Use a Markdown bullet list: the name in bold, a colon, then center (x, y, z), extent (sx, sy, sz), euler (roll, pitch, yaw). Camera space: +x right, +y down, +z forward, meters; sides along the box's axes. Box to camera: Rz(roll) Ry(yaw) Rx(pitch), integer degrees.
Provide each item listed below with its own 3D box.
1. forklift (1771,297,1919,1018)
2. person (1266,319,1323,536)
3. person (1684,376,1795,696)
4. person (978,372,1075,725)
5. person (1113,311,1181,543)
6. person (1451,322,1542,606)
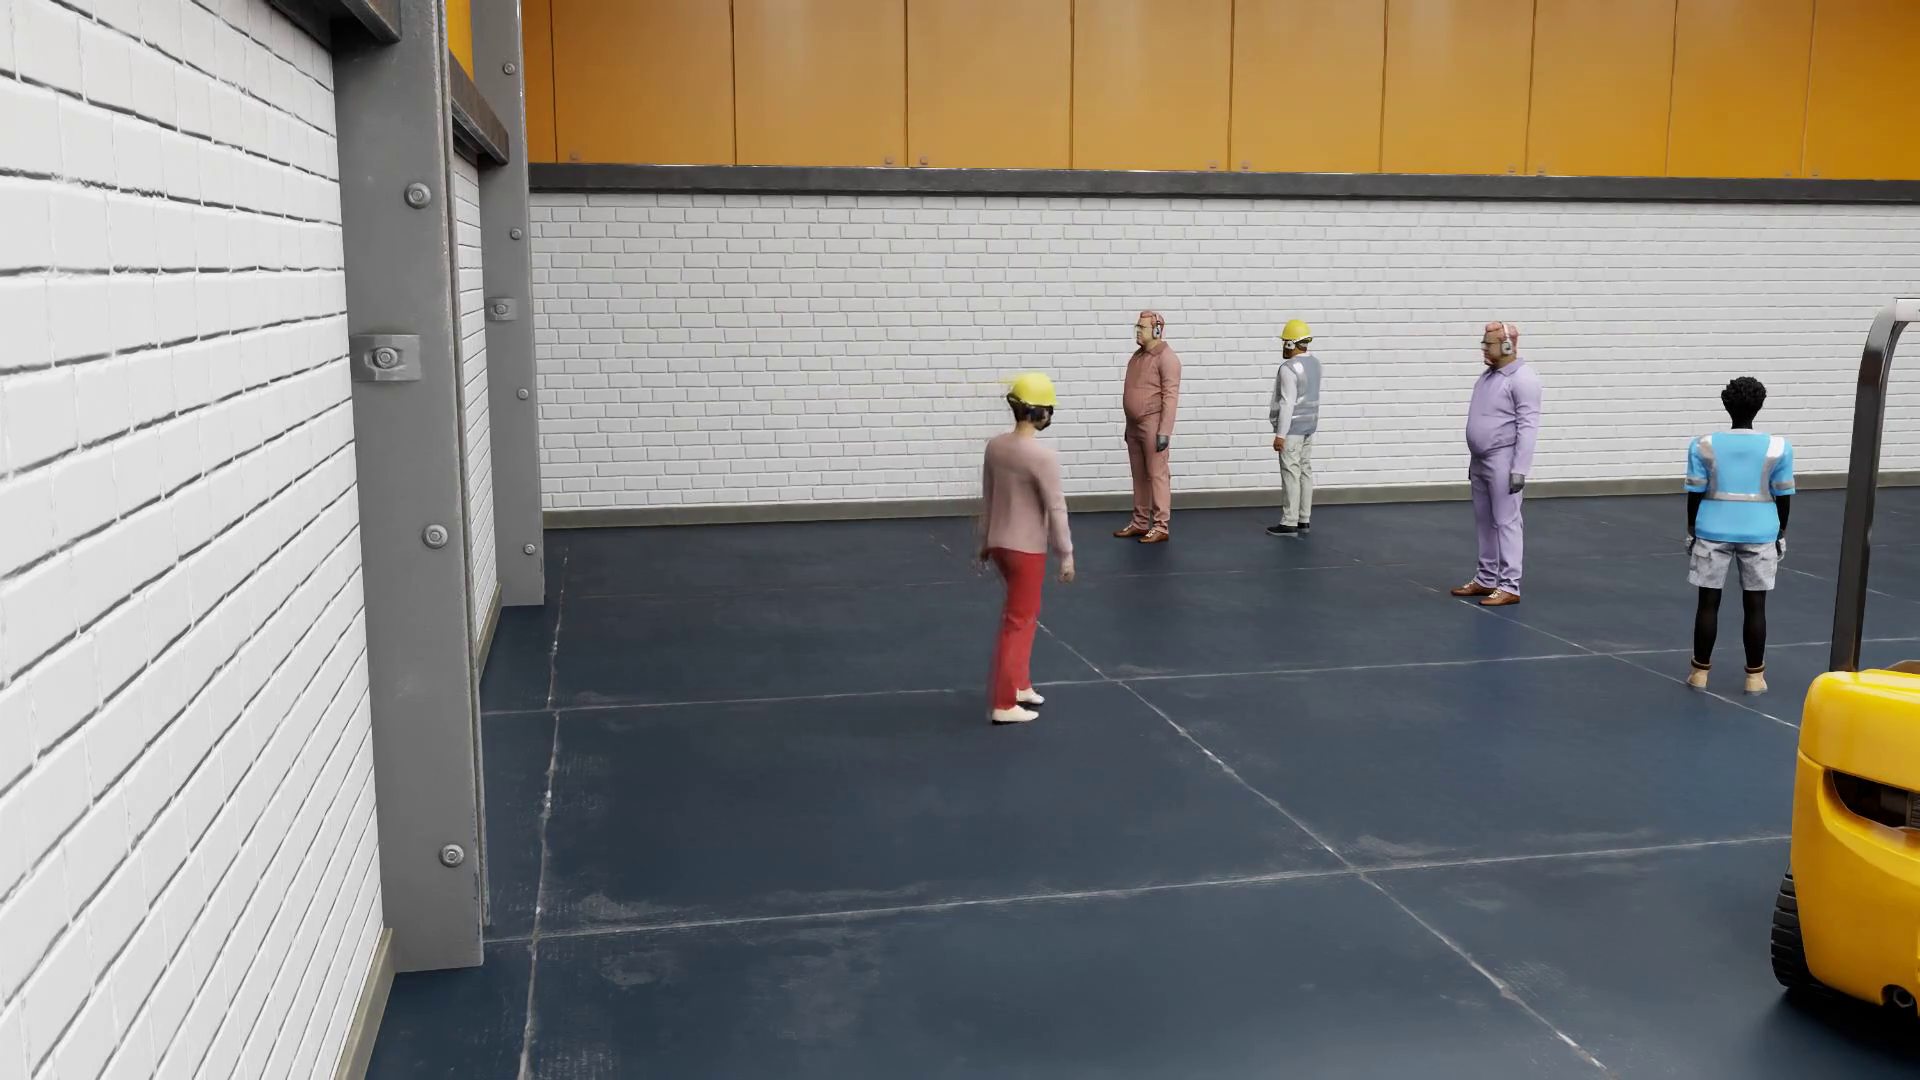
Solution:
- **forklift**: center (3.542, 0.334, 5.177), extent (2.313, 2.155, 1.214), euler (-9, 13, -43)
- **person**: center (2.823, -0.947, 14.084), extent (0.404, 1.832, 0.598), euler (7, 12, 37)
- **person**: center (4.115, -0.017, 8.823), extent (0.535, 1.699, 0.318), euler (4, 10, 24)
- **person**: center (0.364, 0.042, 8.287), extent (0.579, 1.744, 0.562), euler (-6, 11, -34)
- **person**: center (1.542, -0.934, 13.767), extent (0.408, 1.912, 0.641), euler (-5, 10, -26)
- **person**: center (3.606, -0.513, 11.216), extent (0.407, 1.905, 0.655), euler (-2, 10, -11)
